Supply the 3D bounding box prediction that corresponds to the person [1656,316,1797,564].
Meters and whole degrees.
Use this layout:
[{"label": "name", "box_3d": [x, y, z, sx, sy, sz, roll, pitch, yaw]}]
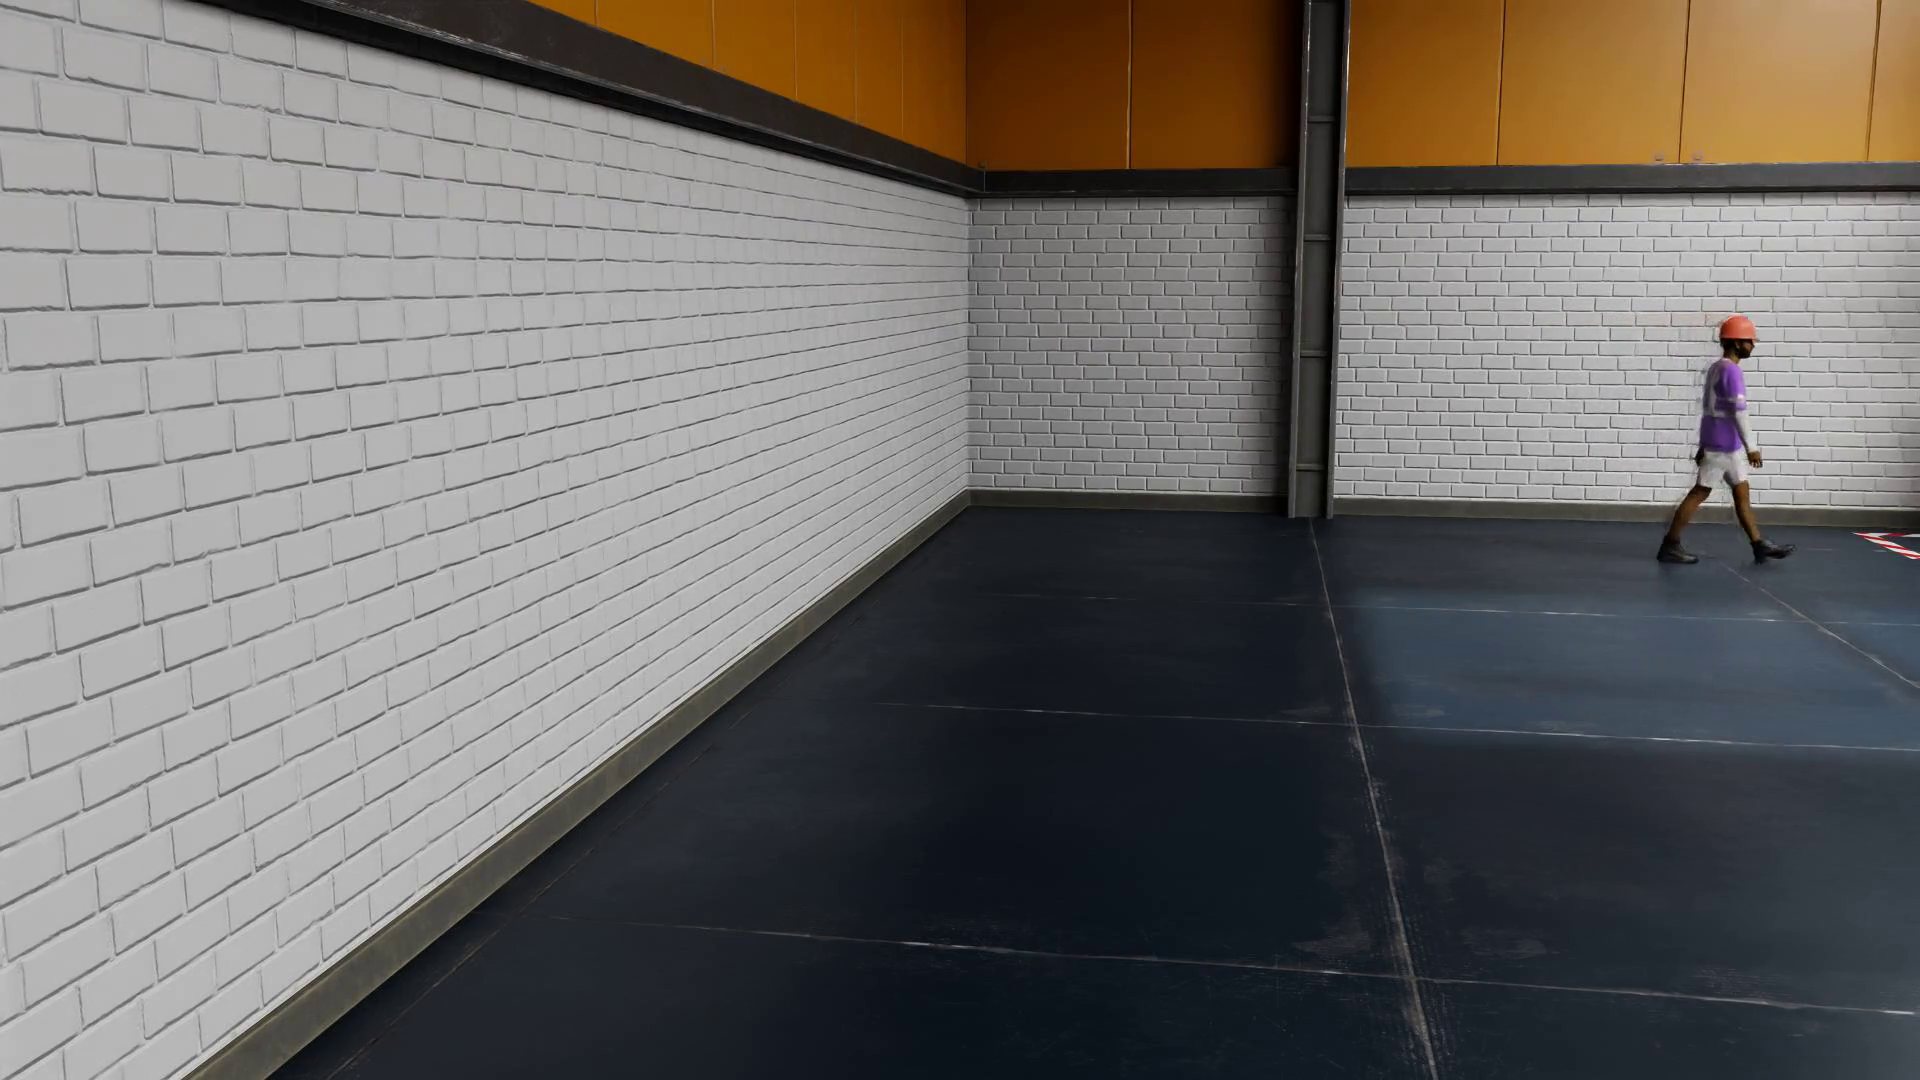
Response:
[{"label": "person", "box_3d": [5.805, -0.734, 12.539, 1.008, 1.885, 0.552, 3, 10, 18]}]
